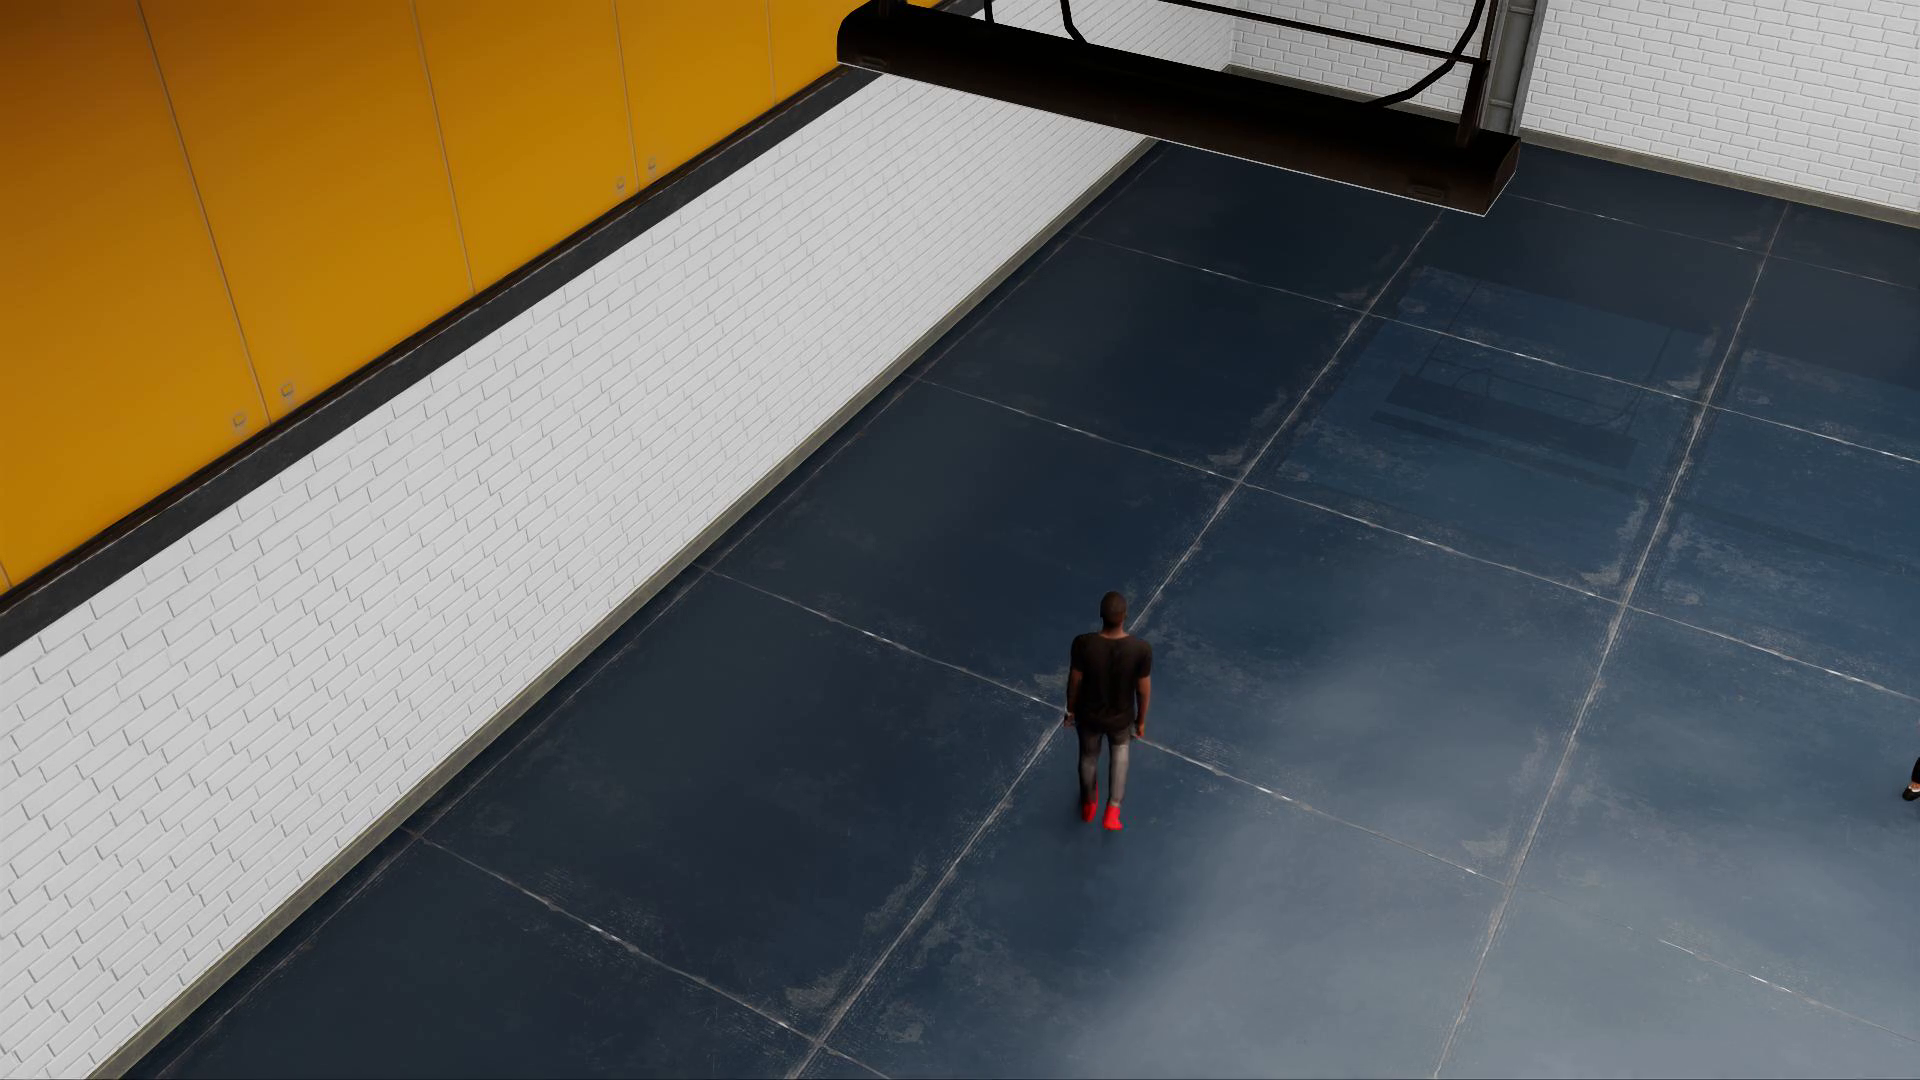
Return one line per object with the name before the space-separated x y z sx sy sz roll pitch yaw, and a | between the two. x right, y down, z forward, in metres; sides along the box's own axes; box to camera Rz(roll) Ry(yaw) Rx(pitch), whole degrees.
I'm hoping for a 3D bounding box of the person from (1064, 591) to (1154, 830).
person | 0.855 1.085 9.853 0.860 1.793 0.893 2 39 2
